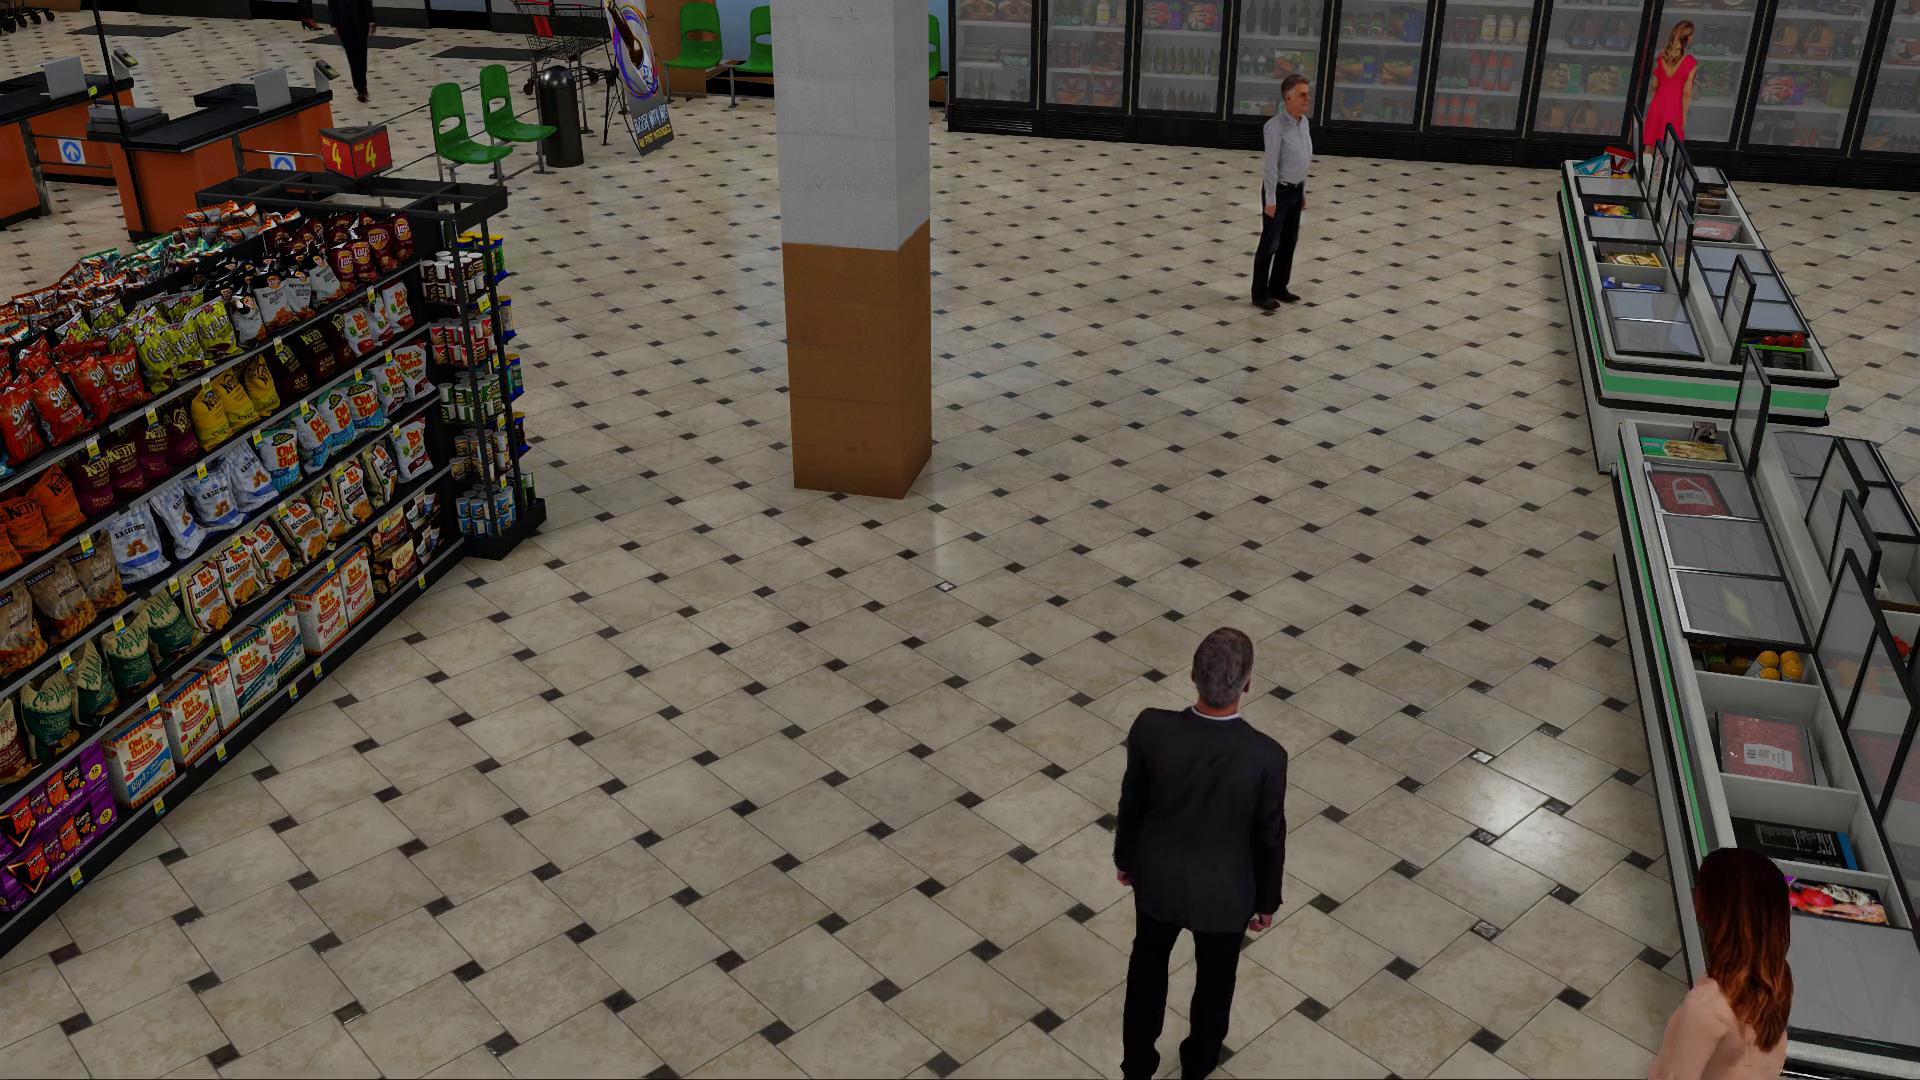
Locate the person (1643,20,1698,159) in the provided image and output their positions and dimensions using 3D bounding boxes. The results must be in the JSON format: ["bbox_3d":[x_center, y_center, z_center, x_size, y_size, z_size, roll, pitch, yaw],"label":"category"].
[{"bbox_3d":[6.564,-3.953,15.489,0.712,1.721,0.663,-17,31,-30],"label":"person"}]

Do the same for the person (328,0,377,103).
[{"bbox_3d":[-7.181,-6.070,19.709,1.063,1.679,1.216,-9,28,-18],"label":"person"}]

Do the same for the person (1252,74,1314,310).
[{"bbox_3d":[2.518,-2.716,12.941,0.781,1.818,0.666,24,35,39],"label":"person"}]

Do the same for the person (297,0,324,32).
[{"bbox_3d":[-9.483,-8.216,23.937,0.709,1.682,0.708,-23,35,-38],"label":"person"}]

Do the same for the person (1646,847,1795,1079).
[{"bbox_3d":[2.008,1.668,4.373,1.094,1.749,1.069,-24,36,-39],"label":"person"}]

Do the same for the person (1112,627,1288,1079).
[{"bbox_3d":[0.740,1.125,5.354,0.771,1.830,0.878,9,28,18],"label":"person"}]
